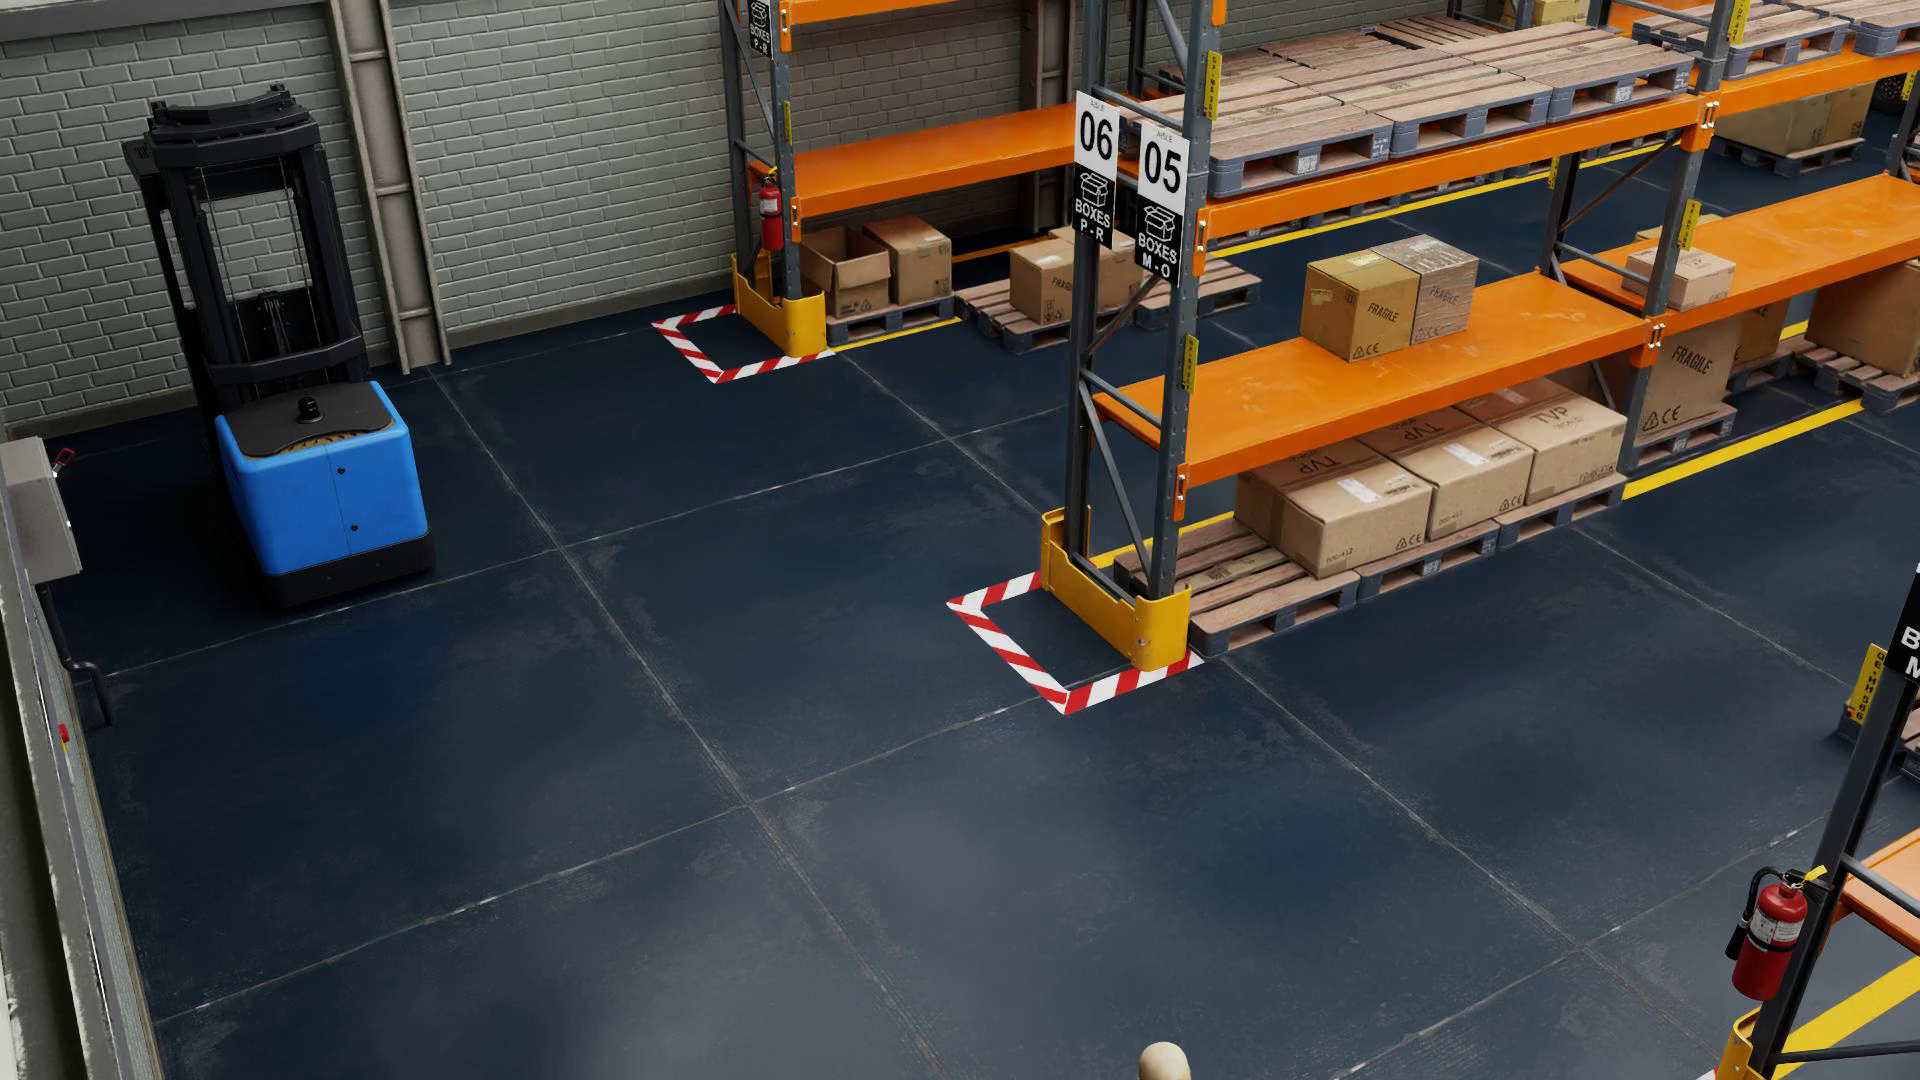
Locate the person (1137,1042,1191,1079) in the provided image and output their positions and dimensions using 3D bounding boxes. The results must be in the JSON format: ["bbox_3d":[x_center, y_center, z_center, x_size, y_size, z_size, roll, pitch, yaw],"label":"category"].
[{"bbox_3d":[0.632,2.352,5.682,0.595,1.800,0.394,-10,33,-15],"label":"person"}]

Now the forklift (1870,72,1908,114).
[{"bbox_3d":[11.468,-5.645,18.244,1.214,2.155,2.313,-17,36,-26],"label":"forklift"}]

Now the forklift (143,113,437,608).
[{"bbox_3d":[-4.289,-1.259,10.509,1.129,2.768,1.873,-17,36,-26],"label":"forklift"}]
